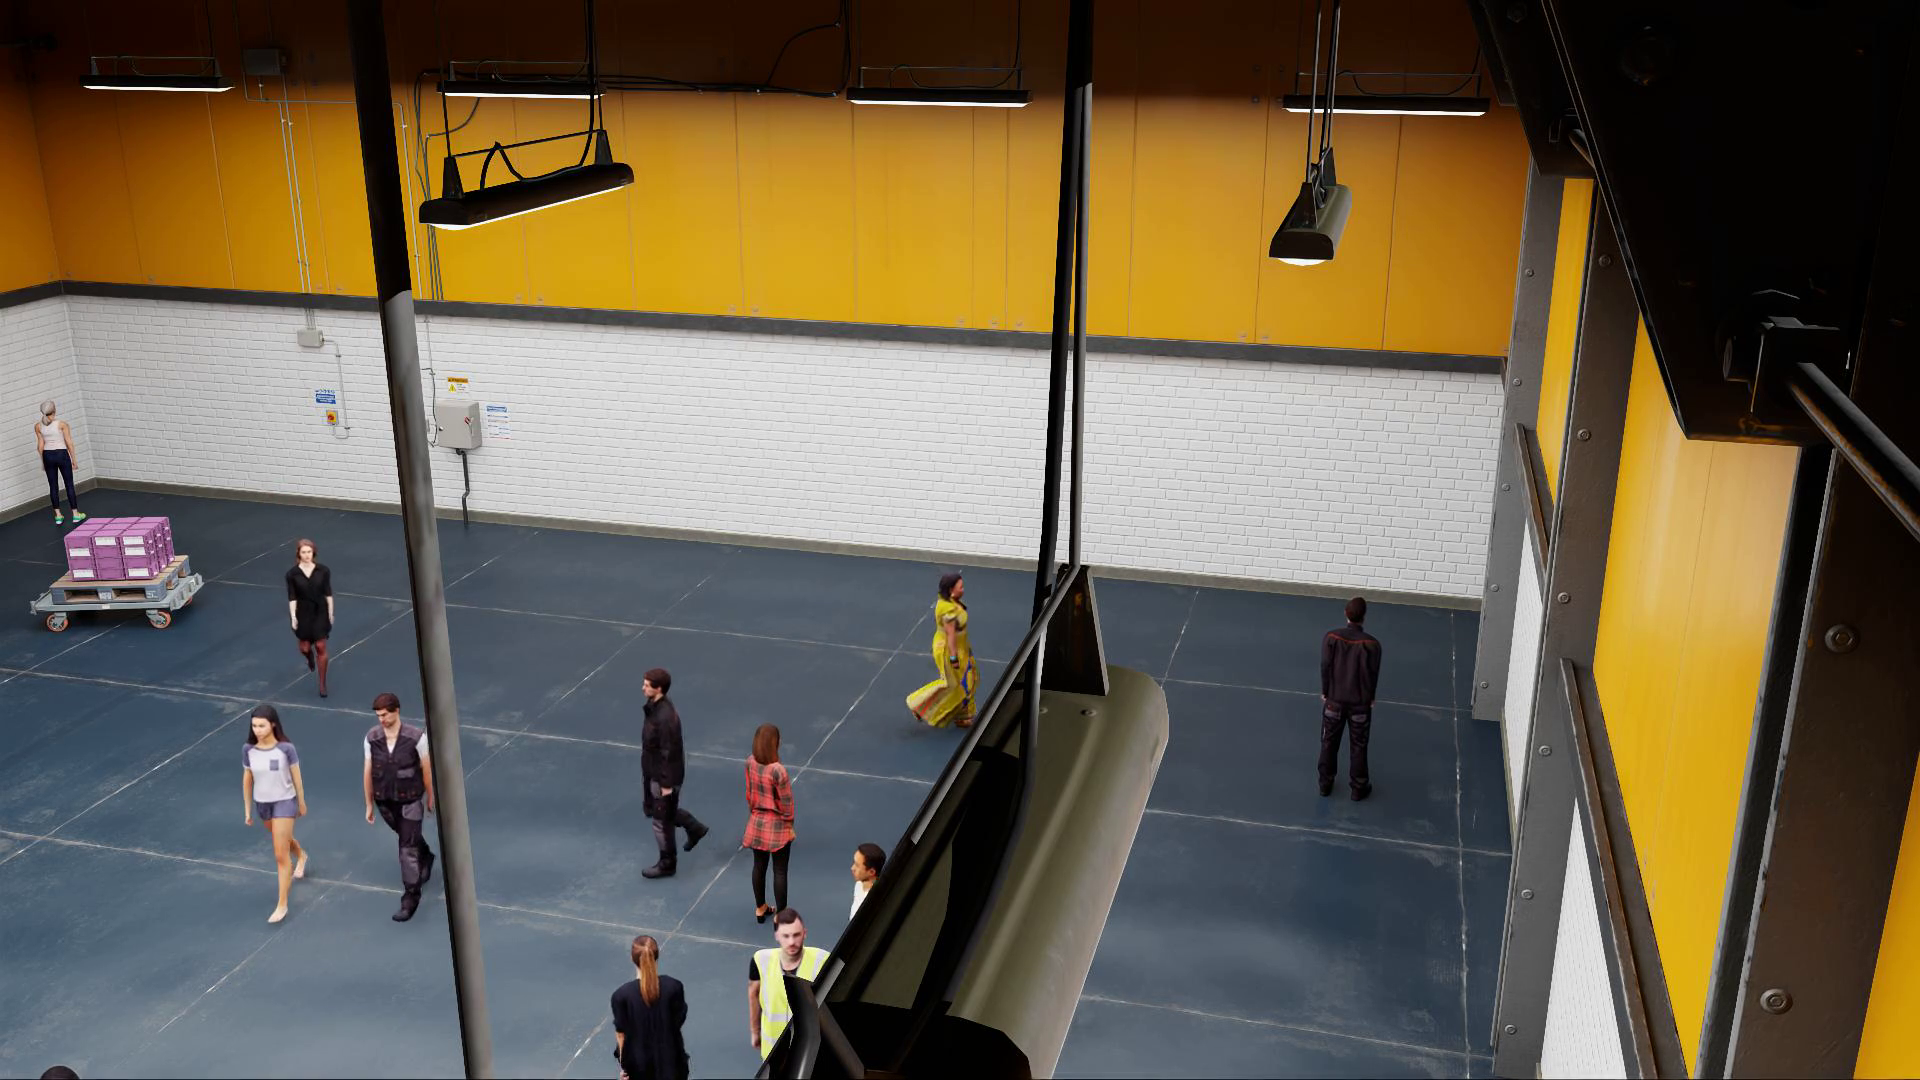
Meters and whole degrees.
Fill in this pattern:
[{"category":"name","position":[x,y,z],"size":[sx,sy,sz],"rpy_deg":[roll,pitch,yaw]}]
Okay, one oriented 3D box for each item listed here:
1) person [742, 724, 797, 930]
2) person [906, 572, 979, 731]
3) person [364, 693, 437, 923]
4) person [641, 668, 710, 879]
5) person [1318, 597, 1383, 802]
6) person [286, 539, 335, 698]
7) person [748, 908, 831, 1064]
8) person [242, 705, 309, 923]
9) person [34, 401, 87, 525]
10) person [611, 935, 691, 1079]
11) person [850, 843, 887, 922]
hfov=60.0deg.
[{"category":"person","position":[-1.480,2.223,12.960],"size":[0.684,1.702,0.673],"rpy_deg":[13,23,34]},{"category":"person","position":[-0.158,1.116,16.340],"size":[0.914,1.644,0.965],"rpy_deg":[0,19,1]},{"category":"person","position":[-4.454,2.048,13.333],"size":[0.770,1.797,1.240],"rpy_deg":[1,19,2]},{"category":"person","position":[-2.363,1.905,13.711],"size":[1.028,1.826,0.978],"rpy_deg":[-8,20,-23]},{"category":"person","position":[3.511,1.424,15.002],"size":[0.720,1.914,0.640],"rpy_deg":[8,20,23]},{"category":"person","position":[-6.737,0.784,17.258],"size":[0.834,1.686,0.903],"rpy_deg":[-9,21,-25]},{"category":"person","position":[-1.021,3.078,10.195],"size":[0.779,1.846,0.800],"rpy_deg":[0,19,0]},{"category":"person","position":[-5.450,2.101,13.337],"size":[0.801,1.693,1.202],"rpy_deg":[1,19,2]},{"category":"person","position":[-12.355,-1.075,22.756],"size":[0.686,1.702,0.682],"rpy_deg":[-4,19,-12]},{"category":"person","position":[-1.845,3.221,10.091],"size":[0.928,1.643,1.189],"rpy_deg":[-3,19,-9]},{"category":"person","position":[-0.486,2.832,11.062],"size":[1.098,1.761,1.192],"rpy_deg":[-5,19,-14]}]
